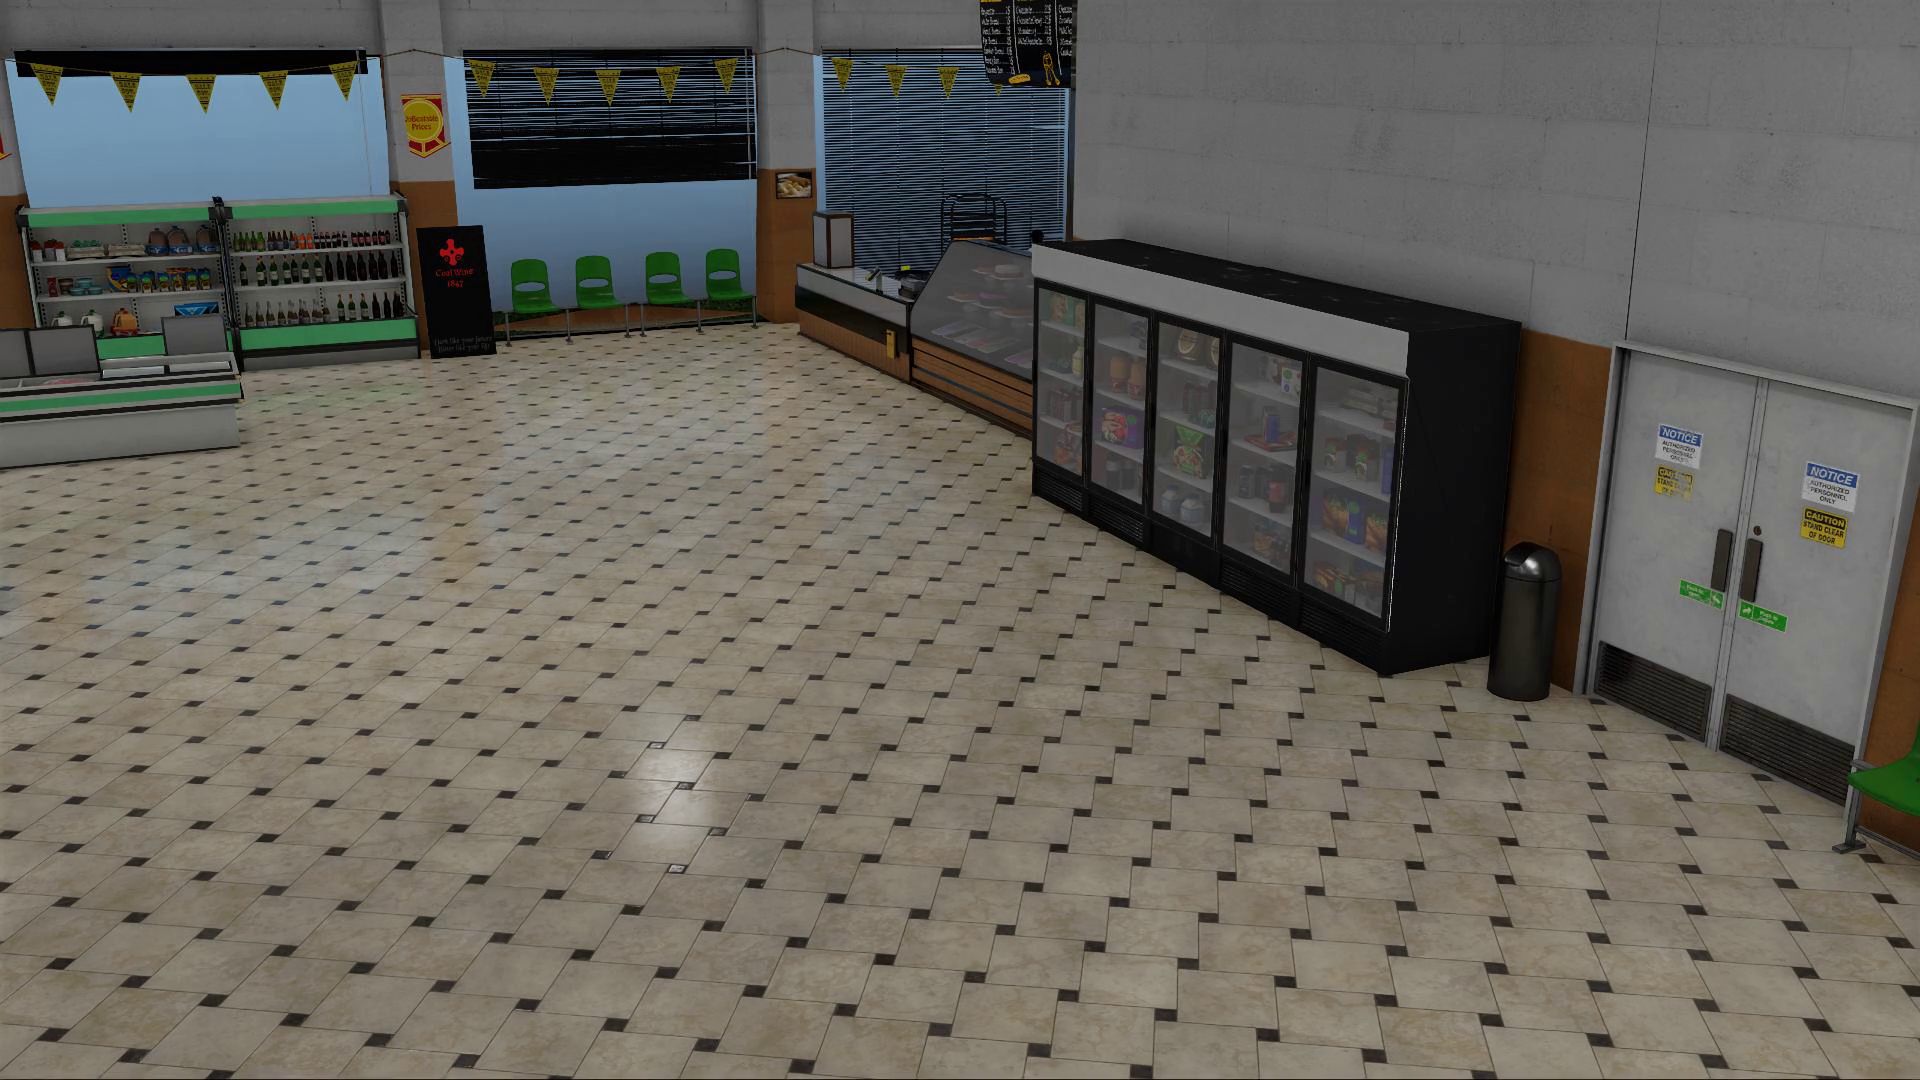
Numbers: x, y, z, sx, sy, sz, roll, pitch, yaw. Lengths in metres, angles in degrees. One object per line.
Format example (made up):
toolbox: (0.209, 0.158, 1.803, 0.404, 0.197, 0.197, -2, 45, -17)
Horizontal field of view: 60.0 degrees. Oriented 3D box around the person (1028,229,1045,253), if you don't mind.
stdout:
person: (1.174, -4.098, 25.351, 0.511, 1.257, 0.607, -1, 17, -2)
